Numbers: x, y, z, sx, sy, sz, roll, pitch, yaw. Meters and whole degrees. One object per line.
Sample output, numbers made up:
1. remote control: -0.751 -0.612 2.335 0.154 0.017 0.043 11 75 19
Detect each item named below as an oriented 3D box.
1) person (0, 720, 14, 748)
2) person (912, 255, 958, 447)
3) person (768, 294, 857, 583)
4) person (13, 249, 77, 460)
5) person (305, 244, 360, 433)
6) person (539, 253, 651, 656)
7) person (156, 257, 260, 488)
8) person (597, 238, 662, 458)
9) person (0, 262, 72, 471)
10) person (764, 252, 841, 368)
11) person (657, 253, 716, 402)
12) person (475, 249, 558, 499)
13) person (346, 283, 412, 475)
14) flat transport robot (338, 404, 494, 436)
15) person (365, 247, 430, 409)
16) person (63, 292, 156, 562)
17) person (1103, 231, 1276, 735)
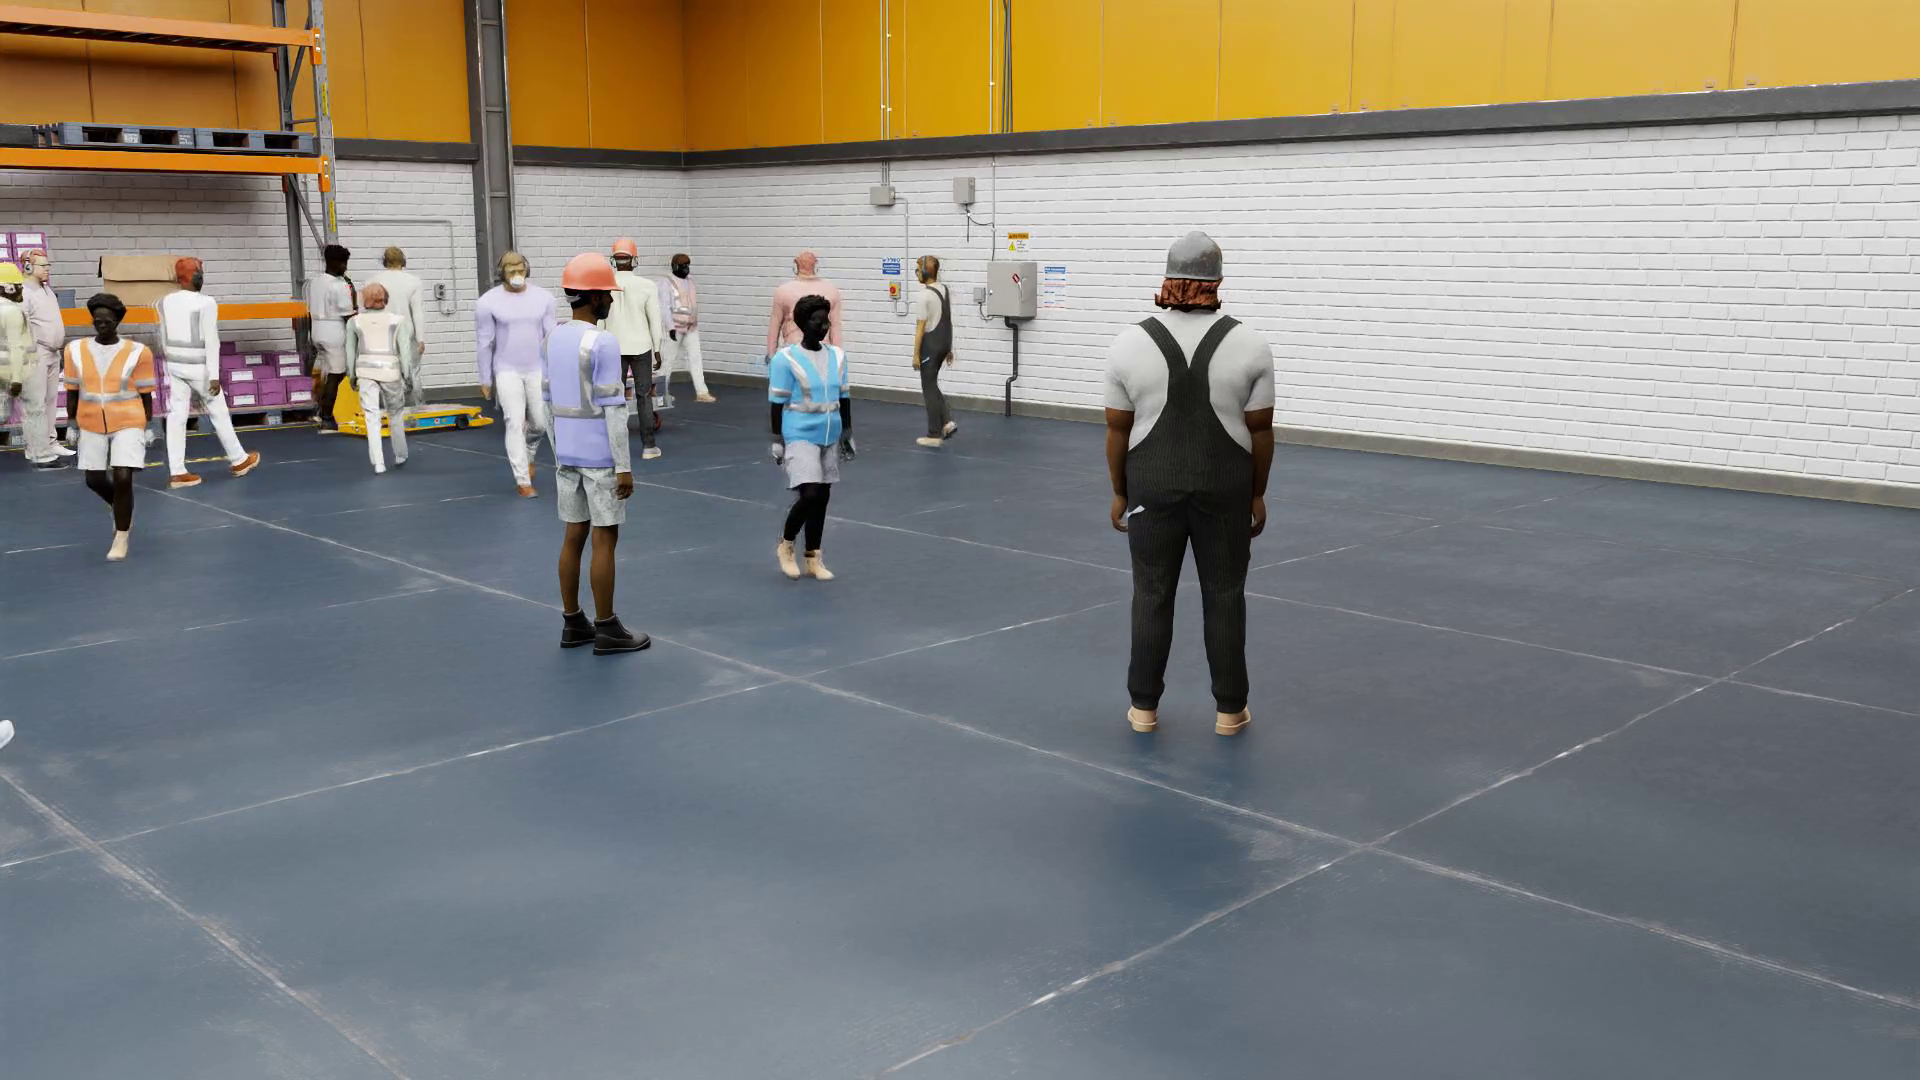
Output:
1. person: -3.716 0.052 5.865 0.602 1.820 1.095 2 11 10
2. person: -0.288 -1.801 15.906 0.399 1.835 0.521 6 12 31
3. person: -0.847 -0.576 9.643 0.363 1.686 0.537 10 14 43
4. person: -8.307 -1.668 15.049 0.398 1.900 0.635 -1 10 -6
5. person: -6.424 -2.052 17.033 0.618 1.933 0.462 8 13 37
6. person: -1.773 -0.411 8.063 0.551 1.936 0.356 9 13 39
7. person: -6.209 -1.382 13.622 0.610 1.835 0.955 3 11 15
8. person: -3.000 -1.726 15.085 0.611 1.994 0.379 0 10 -1
9. person: -8.092 -1.443 14.071 0.591 1.803 0.826 7 12 33
10. person: -1.493 -1.769 15.679 0.659 1.856 0.973 -5 11 -24
11. person: -3.408 -2.569 20.271 0.842 1.816 0.635 7 13 35
12. person: -3.440 -1.293 12.933 0.635 1.917 0.598 -6 12 -29
13. person: -4.973 -1.390 14.286 0.545 1.598 0.807 -2 11 -12
14. flat transport robot: -5.618 -1.253 17.207 0.652 0.197 1.431 7 13 35
15. person: -5.975 -2.160 17.716 0.646 1.888 1.039 0 10 -2
16. person: -5.326 -0.728 10.487 0.541 1.673 0.609 -2 11 -11
17. person: 0.929 -0.225 6.773 0.678 2.000 0.537 2 11 10
